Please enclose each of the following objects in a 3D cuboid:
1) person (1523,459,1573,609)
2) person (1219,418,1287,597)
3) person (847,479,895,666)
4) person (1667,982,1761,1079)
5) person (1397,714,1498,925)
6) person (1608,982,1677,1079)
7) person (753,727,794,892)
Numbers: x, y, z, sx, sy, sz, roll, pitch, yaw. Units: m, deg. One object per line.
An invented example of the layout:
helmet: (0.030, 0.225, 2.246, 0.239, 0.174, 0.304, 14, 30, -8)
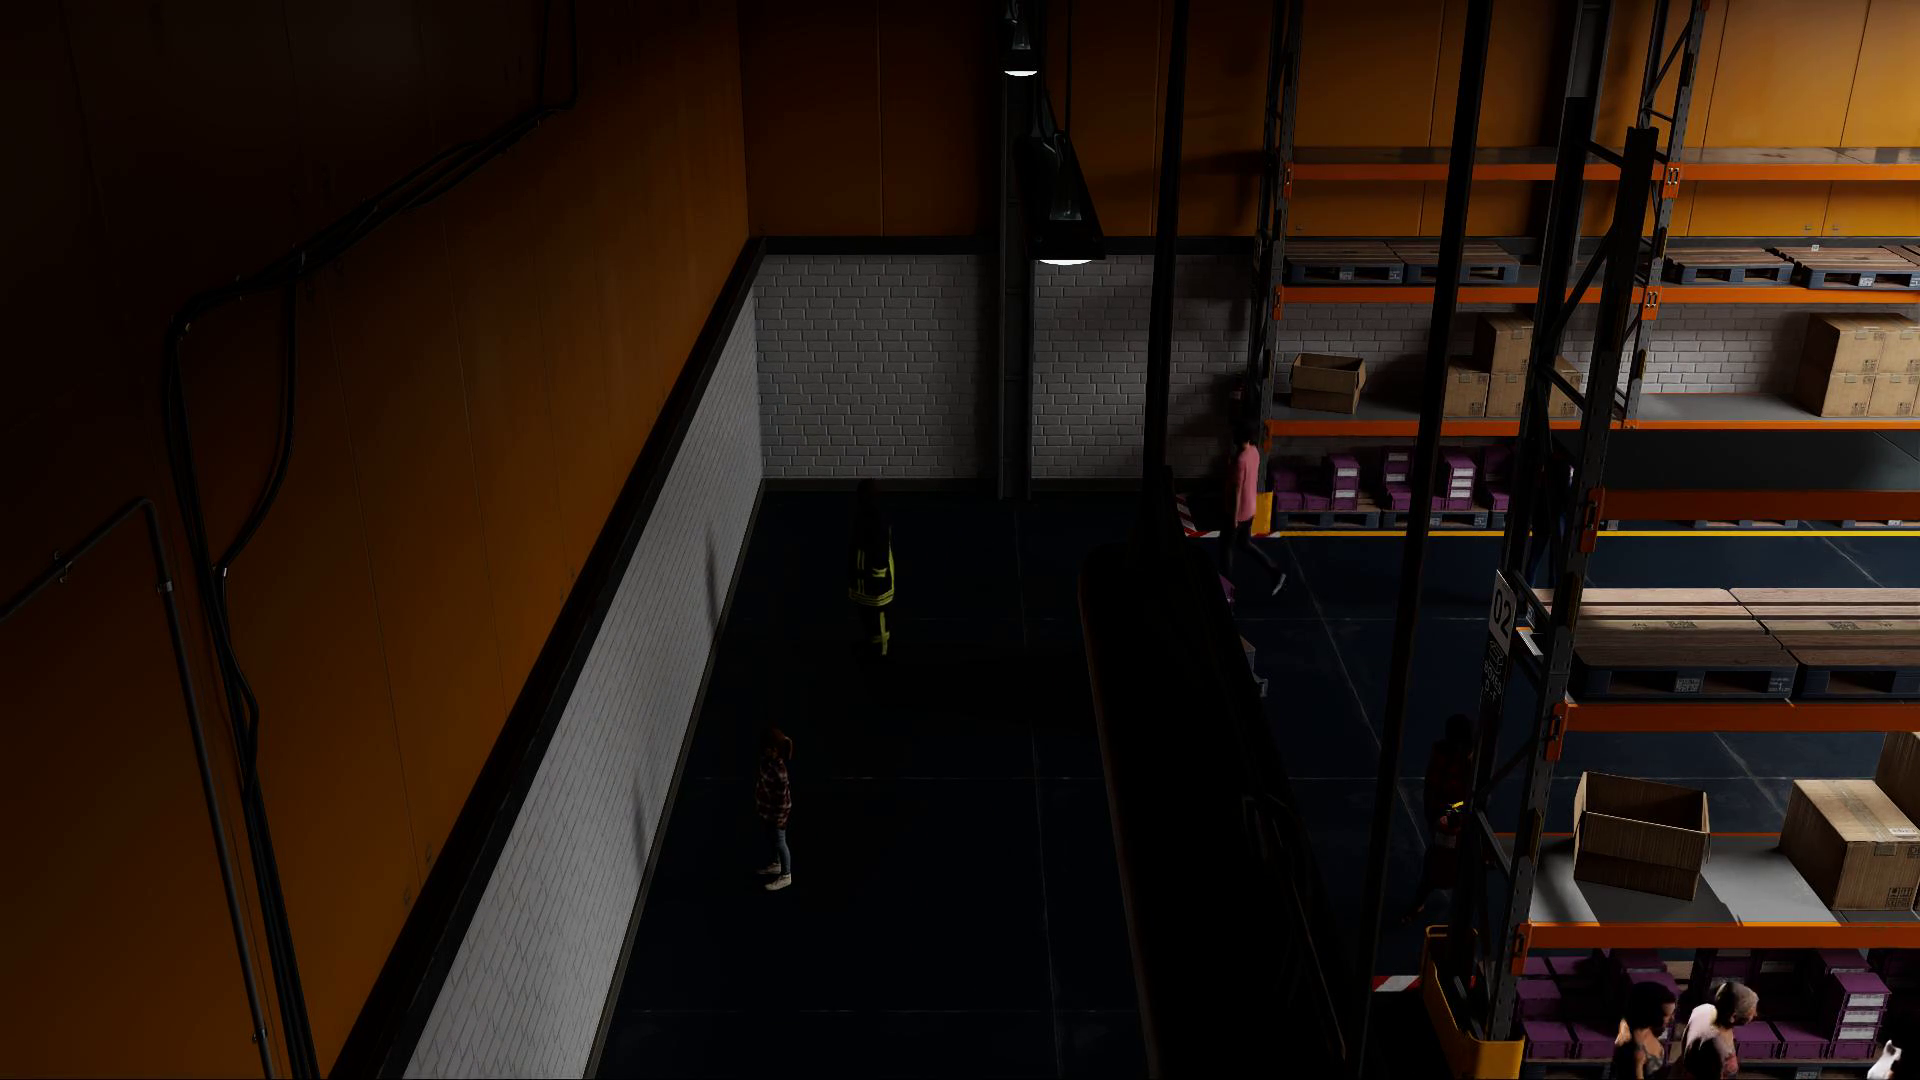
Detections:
person: (5.887, -0.104, 16.571, 0.720, 1.715, 0.673, -19, 30, -37)
person: (2.896, -0.271, 16.671, 1.166, 1.940, 0.952, 12, 26, 25)
person: (-0.822, 0.263, 15.599, 0.776, 1.821, 0.817, -6, 24, -14)
person: (4.020, 3.108, 9.274, 0.877, 1.674, 0.707, 1, 24, 1)
person: (3.549, 1.968, 11.886, 1.176, 1.672, 0.920, -10, 25, -21)
person: (3.509, 3.147, 9.142, 1.290, 1.709, 1.028, 12, 26, 25)
person: (-1.376, 1.970, 12.338, 0.637, 1.306, 0.614, -11, 26, -23)
